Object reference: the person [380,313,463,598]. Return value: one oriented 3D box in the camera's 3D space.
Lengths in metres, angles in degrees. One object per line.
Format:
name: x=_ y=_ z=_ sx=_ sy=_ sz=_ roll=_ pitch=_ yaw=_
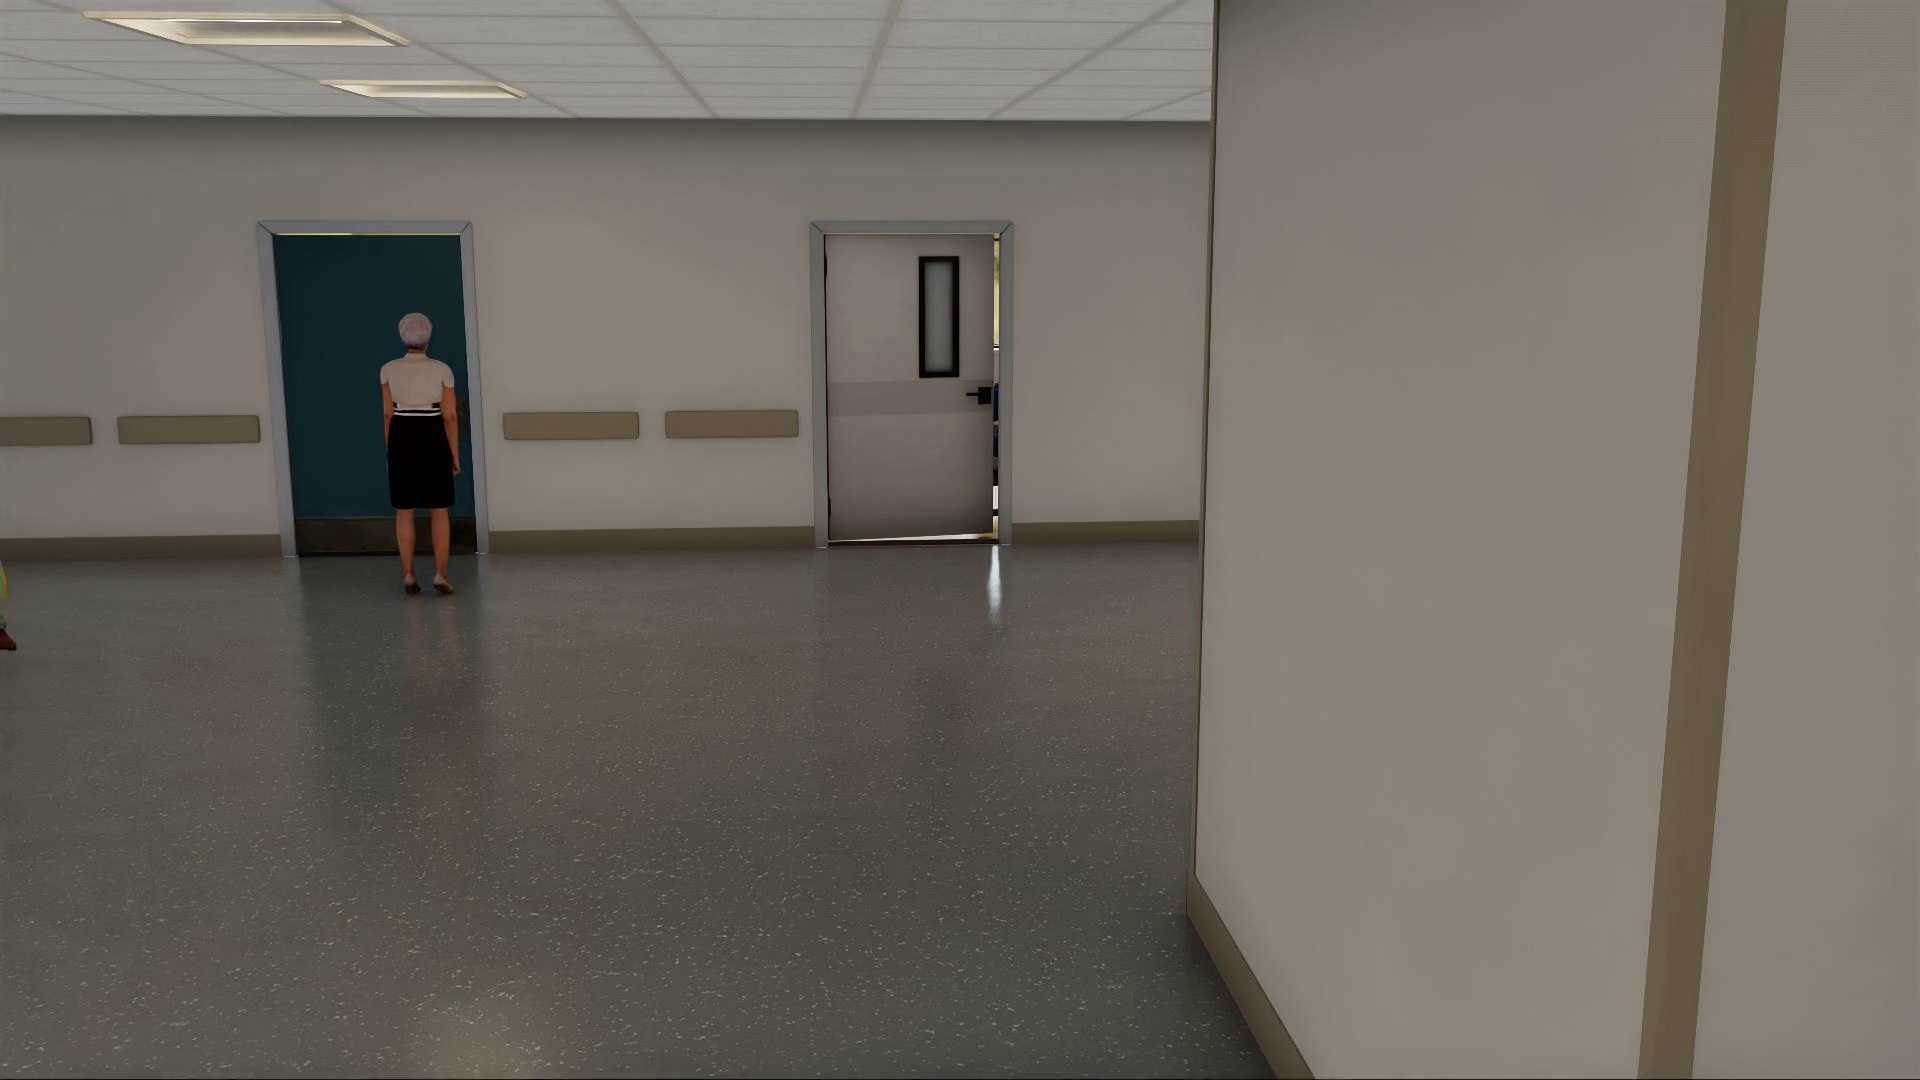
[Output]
person: x=-3.338 y=-0.519 z=10.267 sx=0.468 sy=1.751 sz=0.660 roll=-1 pitch=11 yaw=-8
